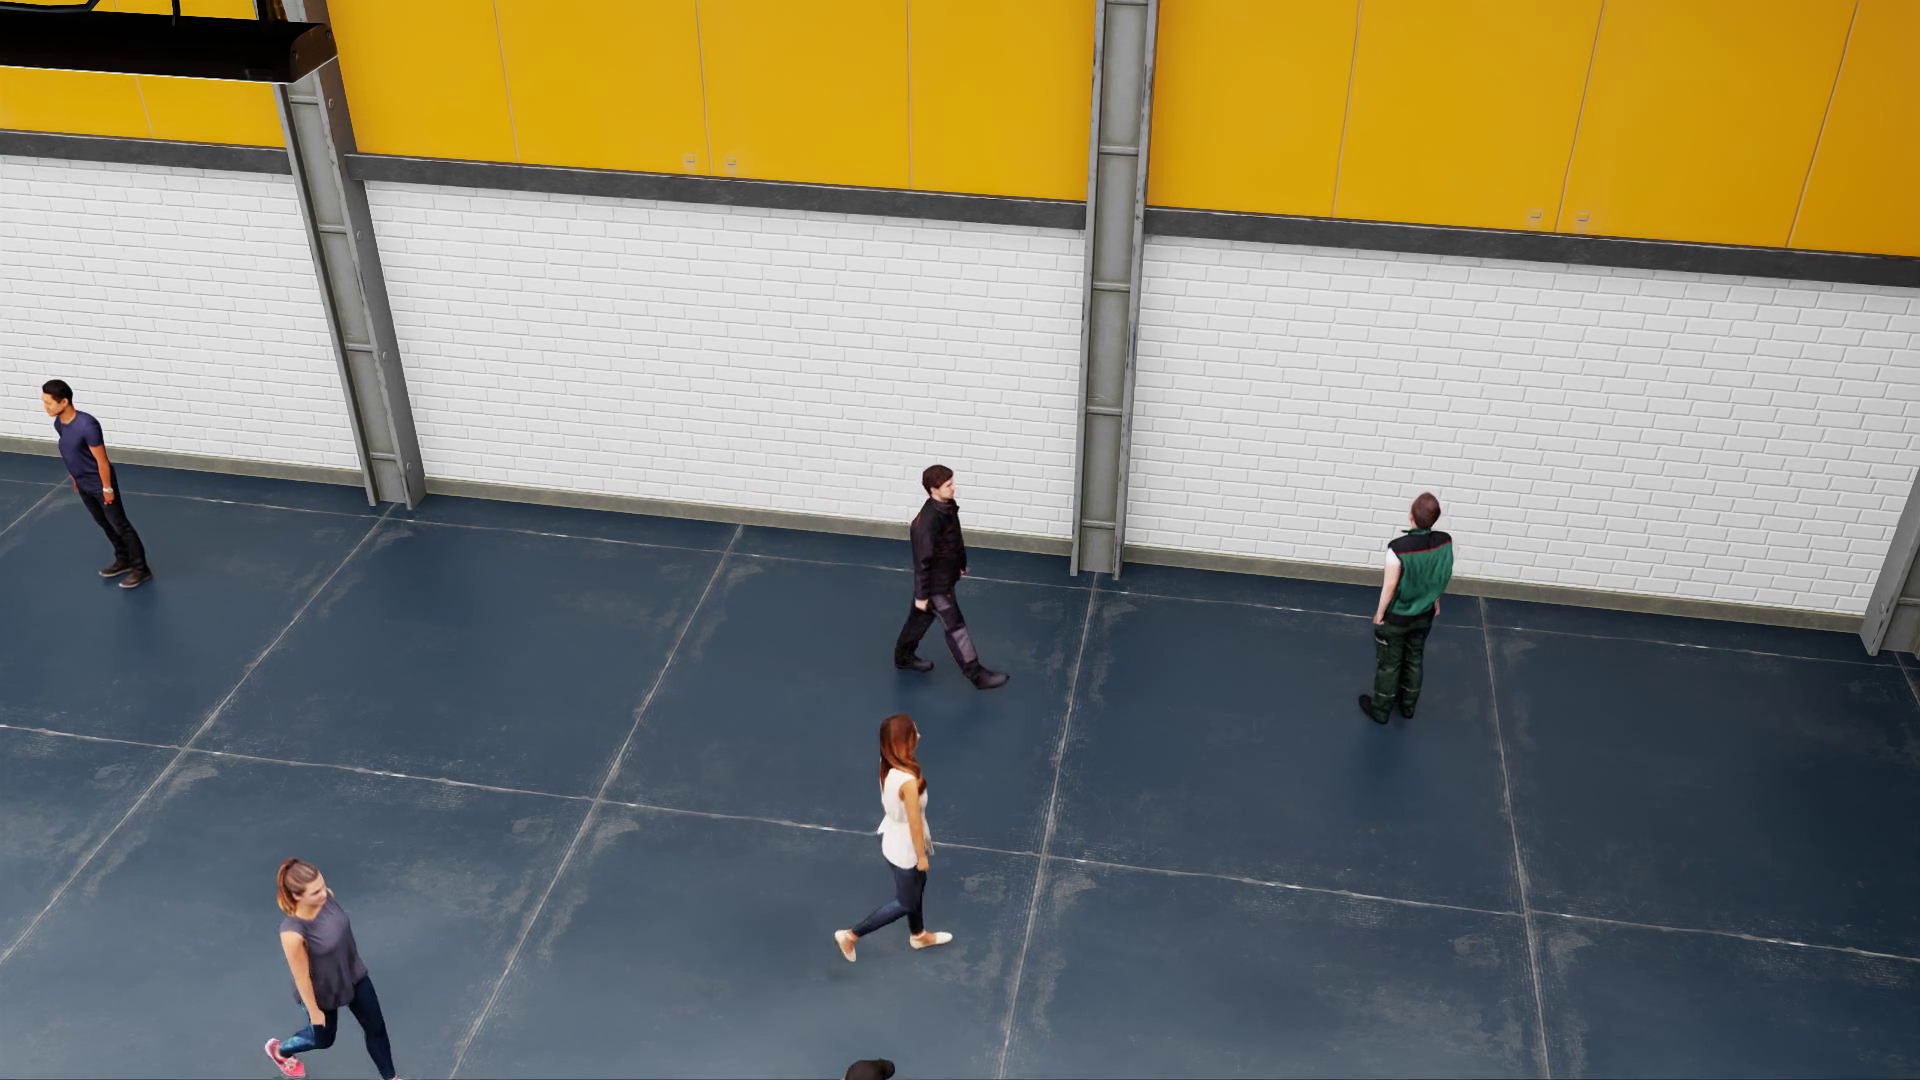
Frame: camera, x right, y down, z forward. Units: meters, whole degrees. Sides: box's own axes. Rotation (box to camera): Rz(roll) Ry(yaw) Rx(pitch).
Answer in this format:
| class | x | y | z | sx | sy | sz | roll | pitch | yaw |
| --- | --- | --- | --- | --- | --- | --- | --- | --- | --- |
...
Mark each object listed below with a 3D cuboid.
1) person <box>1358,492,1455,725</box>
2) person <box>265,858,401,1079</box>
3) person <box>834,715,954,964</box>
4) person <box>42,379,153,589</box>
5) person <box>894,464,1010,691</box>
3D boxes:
| class | x | y | z | sx | sy | sz | roll | pitch | yaw |
| --- | --- | --- | --- | --- | --- | --- | --- | --- | --- |
| person | 3.047 | 0.460 | 11.345 | 0.673 | 1.841 | 0.790 | -10 | 35 | -14 |
| person | -3.351 | 2.319 | 8.679 | 1.117 | 1.696 | 0.633 | 9 | 35 | 13 |
| person | -0.399 | 1.751 | 9.468 | 1.040 | 1.769 | 0.839 | -9 | 35 | -13 |
| person | -6.624 | -0.460 | 12.778 | 0.617 | 1.787 | 0.768 | 19 | 38 | 26 |
| person | -0.240 | 0.268 | 11.680 | 1.131 | 1.789 | 0.787 | 7 | 34 | 11 |
